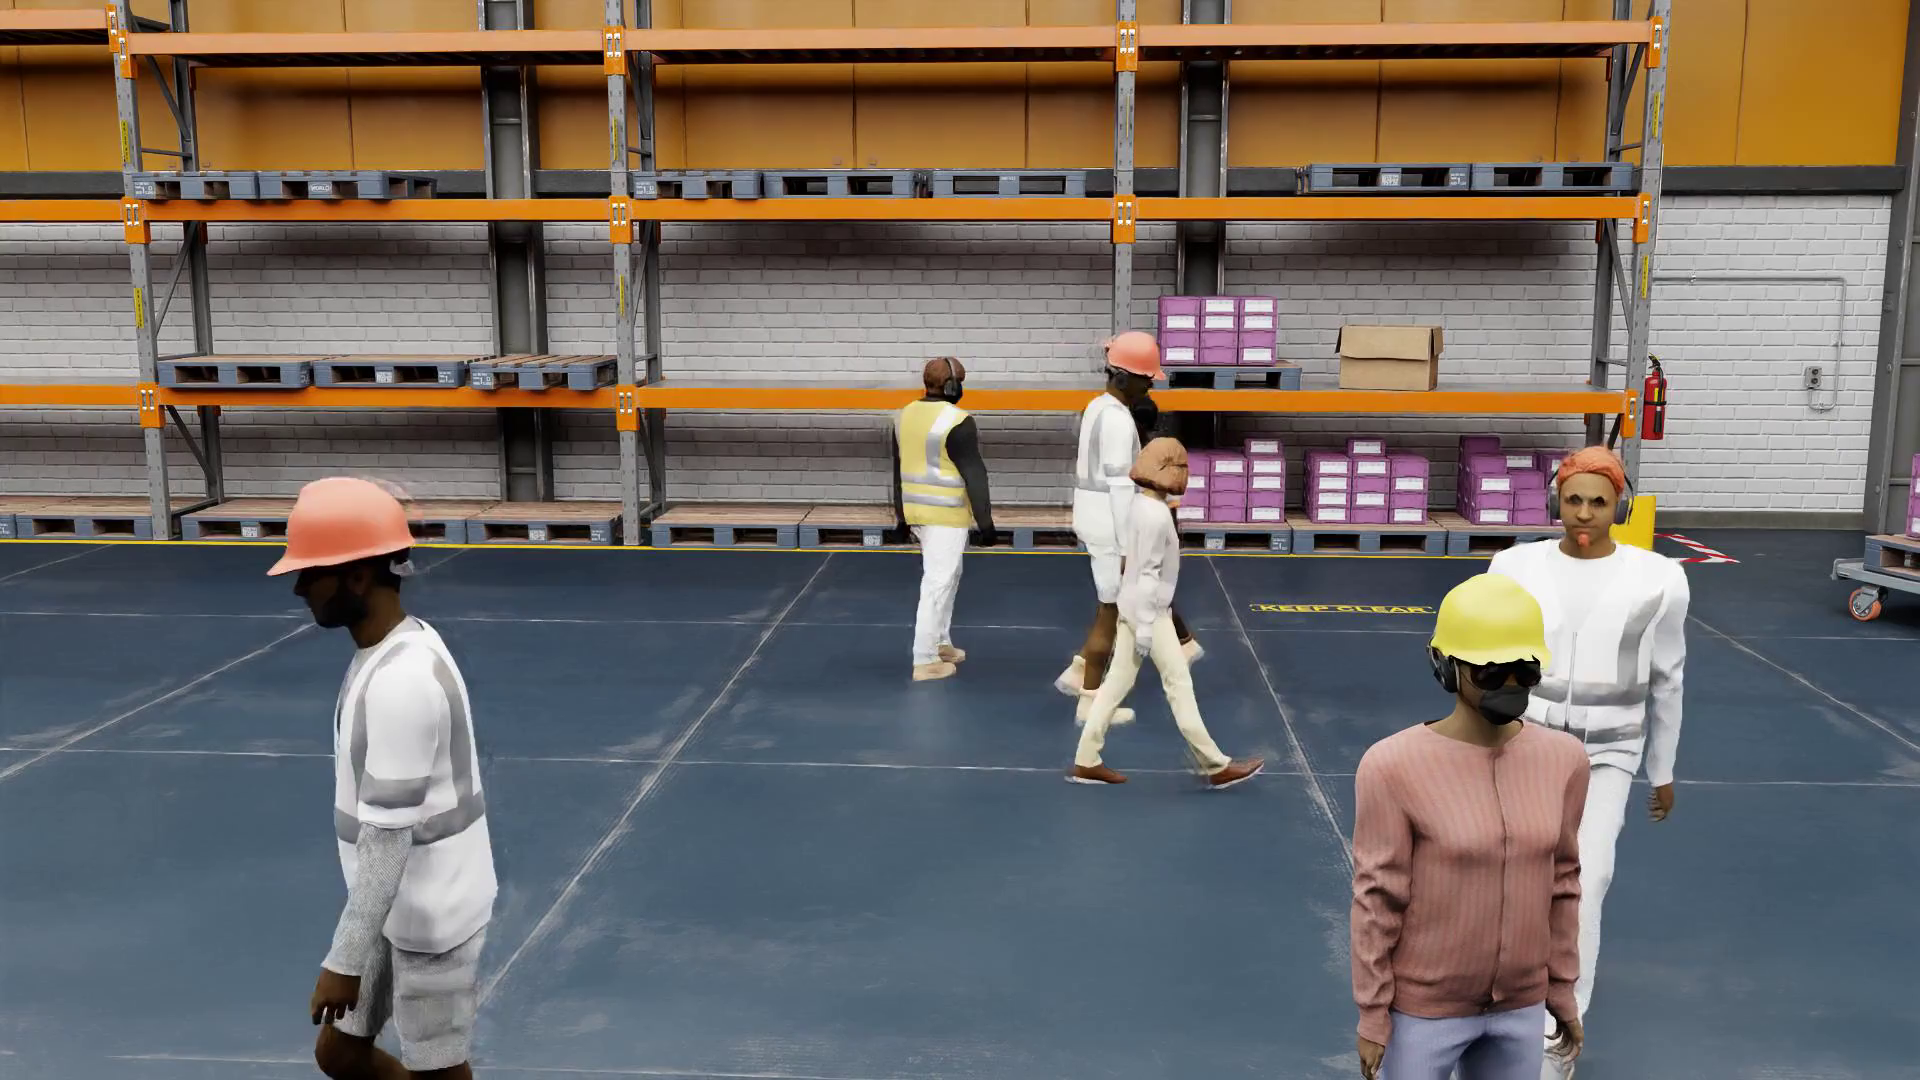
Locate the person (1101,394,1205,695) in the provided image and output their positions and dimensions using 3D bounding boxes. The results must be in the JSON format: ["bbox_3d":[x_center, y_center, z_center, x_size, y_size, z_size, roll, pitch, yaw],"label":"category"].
[{"bbox_3d":[1.057,0.004,9.140,0.837,1.663,0.540,-6,11,-30],"label":"person"}]

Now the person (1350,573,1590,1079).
[{"bbox_3d":[1.031,0.935,3.369,0.525,1.769,0.312,-3,10,-16],"label":"person"}]

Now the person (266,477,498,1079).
[{"bbox_3d":[-1.241,0.809,3.676,0.462,1.911,0.546,-5,11,-27],"label":"person"}]

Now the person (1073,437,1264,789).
[{"bbox_3d":[0.910,0.335,7.394,0.863,1.581,0.514,0,10,-2],"label":"person"}]

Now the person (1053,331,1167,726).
[{"bbox_3d":[0.781,-0.043,8.386,0.473,2.006,0.674,-1,10,-5],"label":"person"}]

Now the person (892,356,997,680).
[{"bbox_3d":[-0.054,-0.125,9.434,0.658,1.819,0.634,-7,12,-34],"label":"person"}]

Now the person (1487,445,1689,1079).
[{"bbox_3d":[1.835,0.625,4.998,0.589,1.838,0.970,6,11,30],"label":"person"}]
